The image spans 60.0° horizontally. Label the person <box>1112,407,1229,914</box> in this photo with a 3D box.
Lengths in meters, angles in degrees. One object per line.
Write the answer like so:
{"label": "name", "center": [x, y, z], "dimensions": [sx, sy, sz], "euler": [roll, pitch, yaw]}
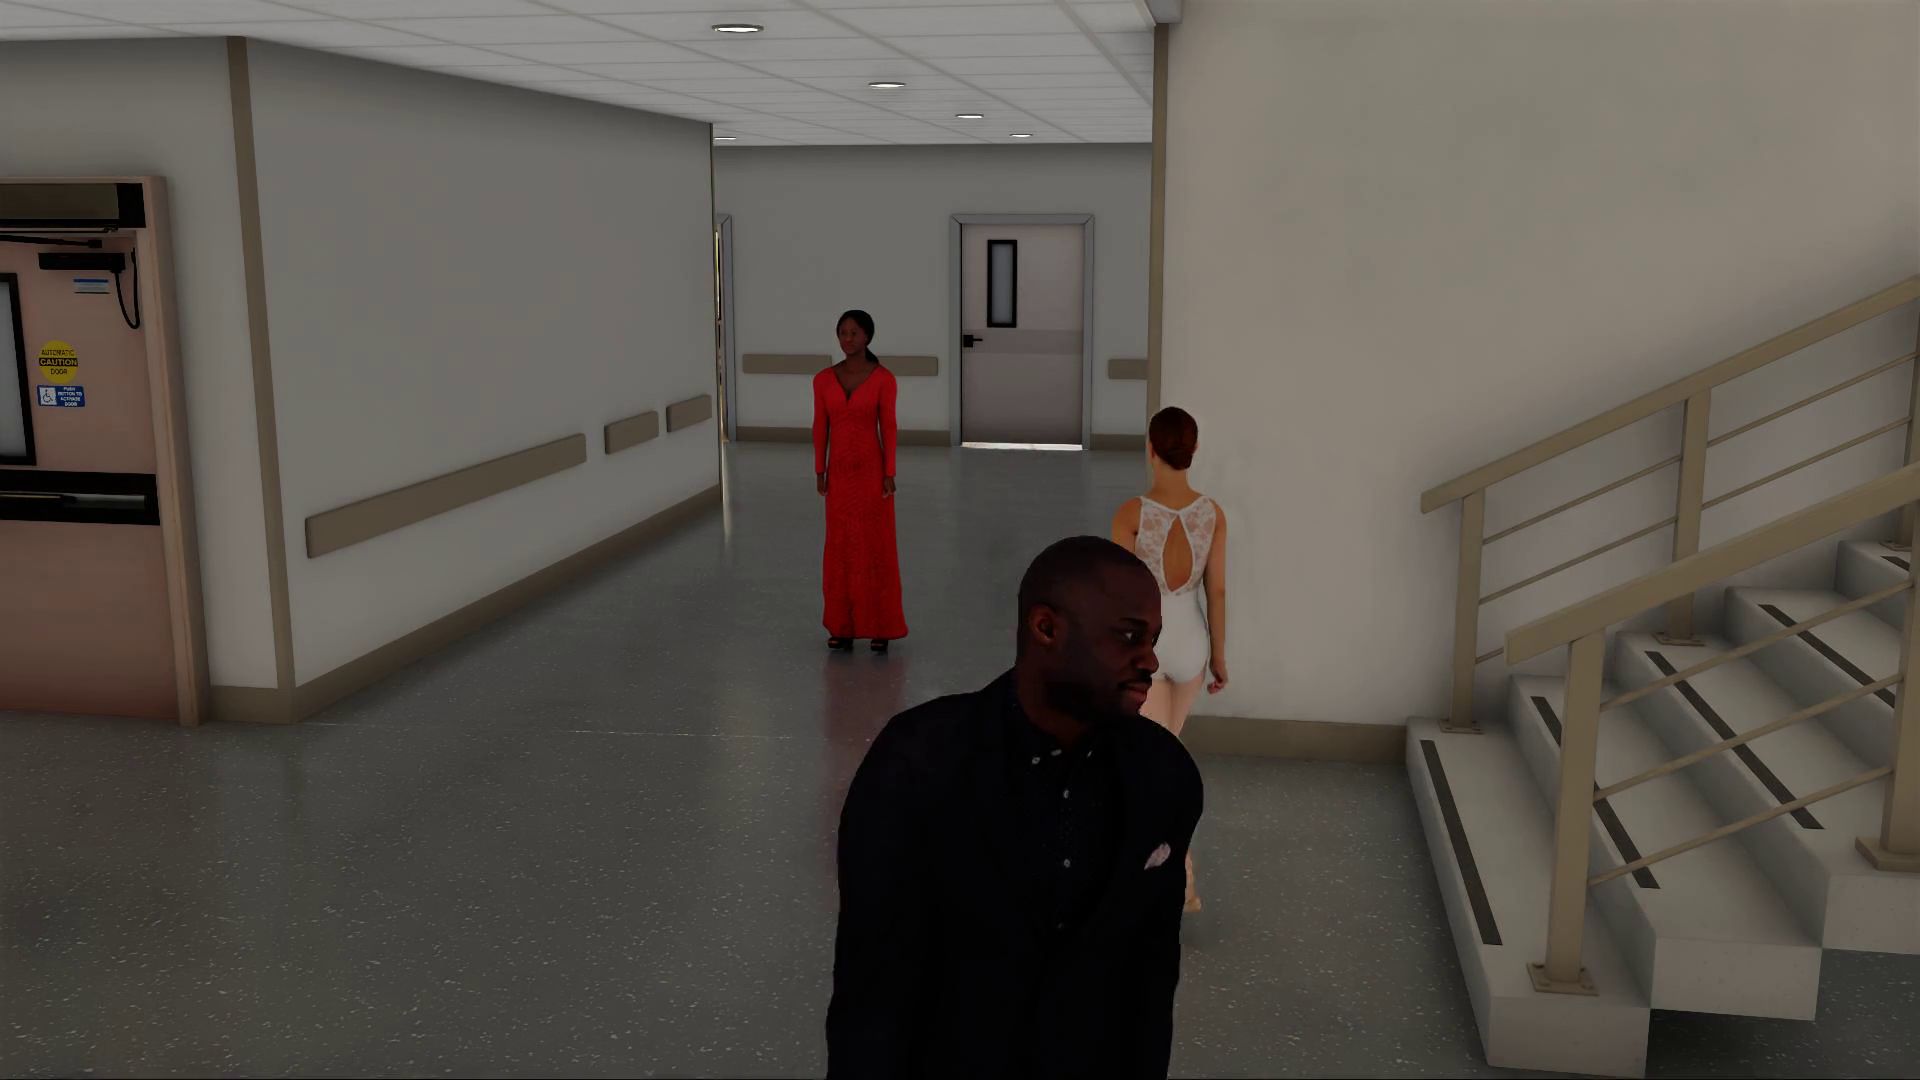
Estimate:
{"label": "person", "center": [0.675, 0.416, 5.354], "dimensions": [1.052, 1.604, 0.934], "euler": [-3, 11, -16]}

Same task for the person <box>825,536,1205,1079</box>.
{"label": "person", "center": [0.022, 0.880, 2.500], "dimensions": [1.235, 1.757, 1.065], "euler": [-2, 11, -10]}

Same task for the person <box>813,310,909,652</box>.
{"label": "person", "center": [-0.516, -0.302, 8.656], "dimensions": [0.539, 1.785, 0.675], "euler": [2, 11, 10]}
